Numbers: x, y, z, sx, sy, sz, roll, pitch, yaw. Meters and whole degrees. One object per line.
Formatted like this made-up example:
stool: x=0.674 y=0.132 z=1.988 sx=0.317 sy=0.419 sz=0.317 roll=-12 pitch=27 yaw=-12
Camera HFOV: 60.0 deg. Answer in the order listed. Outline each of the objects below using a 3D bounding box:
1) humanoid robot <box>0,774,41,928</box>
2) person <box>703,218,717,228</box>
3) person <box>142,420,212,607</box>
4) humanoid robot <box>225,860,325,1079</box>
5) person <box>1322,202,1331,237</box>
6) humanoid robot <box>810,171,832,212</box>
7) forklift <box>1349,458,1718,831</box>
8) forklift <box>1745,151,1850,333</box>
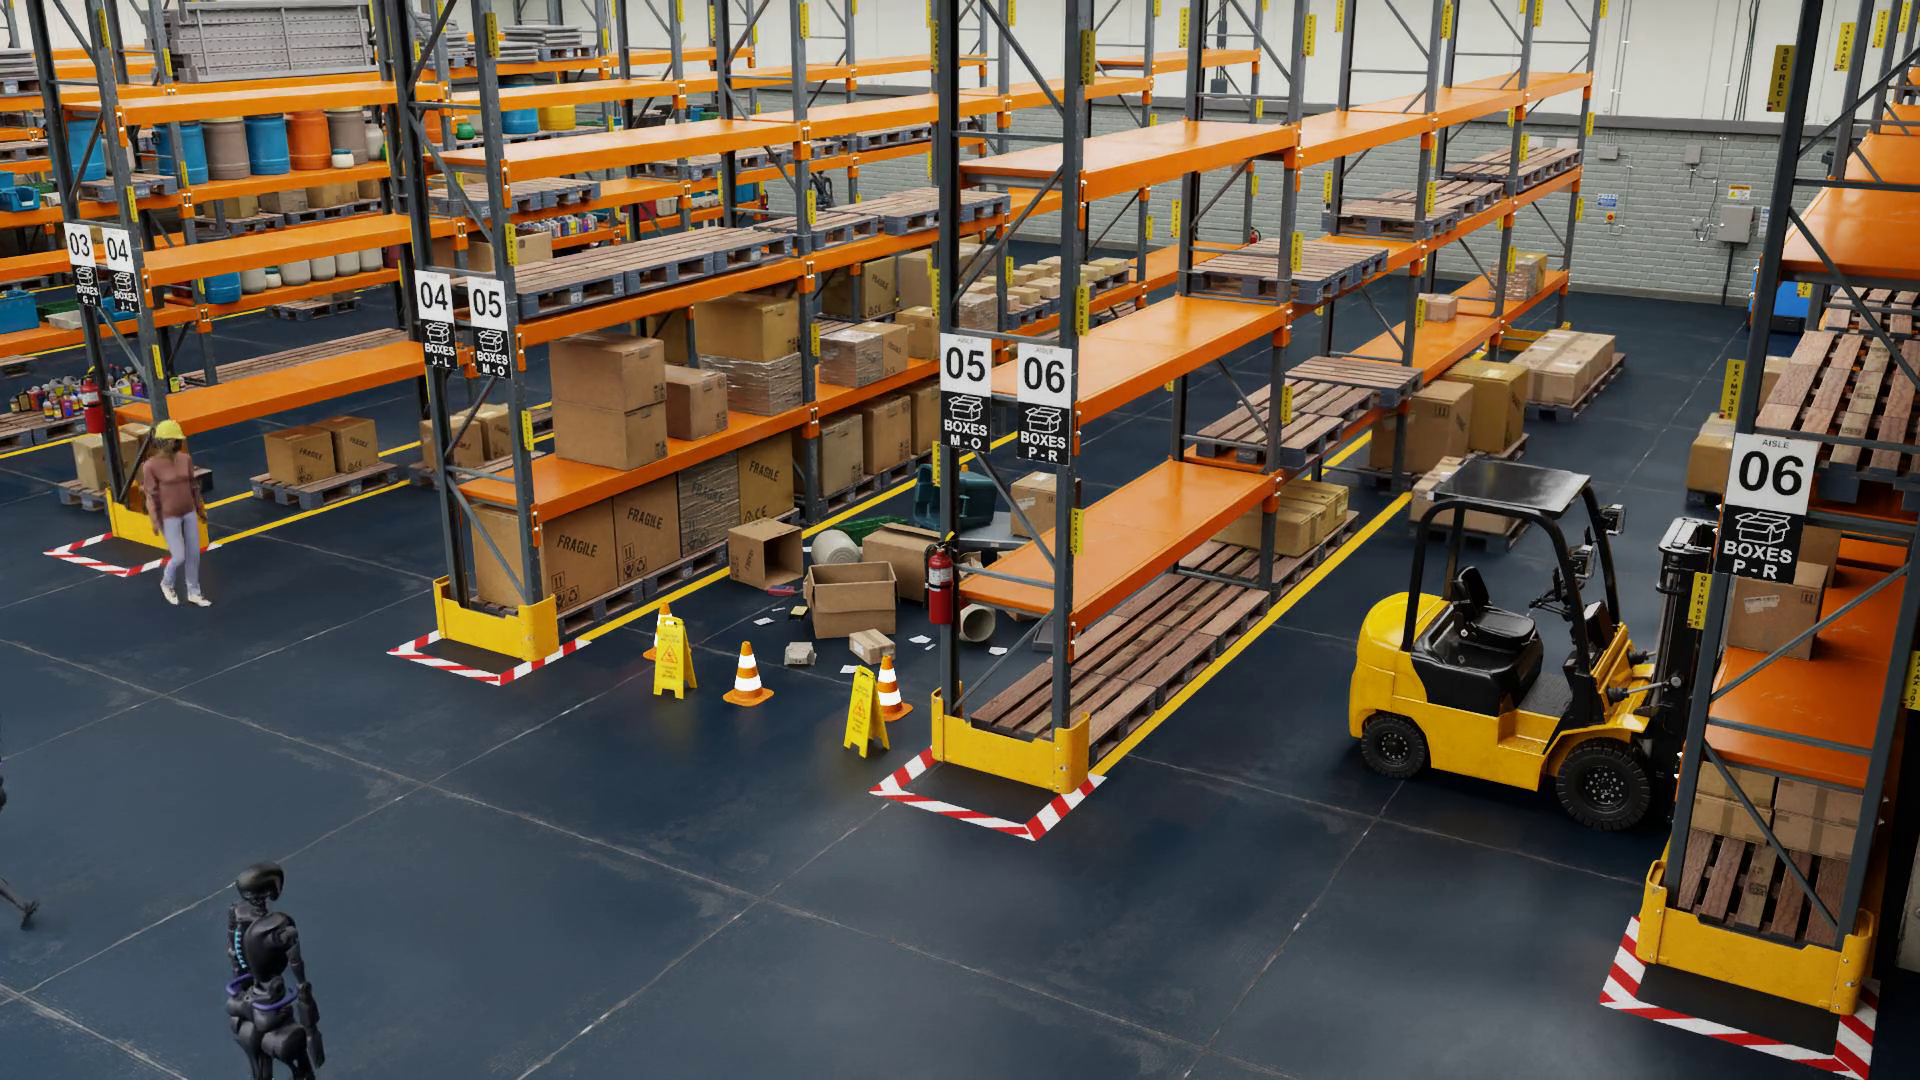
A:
humanoid robot: x=-5.933 y=1.553 z=10.020 sx=0.694 sy=1.648 sz=0.602 roll=4 pitch=19 yaw=11
person: x=-5.241 y=-7.061 z=34.861 sx=0.492 sy=1.688 sz=0.348 roll=-6 pitch=20 yaw=-18
person: x=-7.028 y=-0.220 z=14.976 sx=0.363 sy=1.741 sz=0.545 roll=9 pitch=21 yaw=25
humanoid robot: x=-3.329 y=2.289 z=7.937 sx=0.584 sy=1.653 sz=0.641 roll=11 pitch=22 yaw=29
person: x=6.603 y=-5.248 z=29.600 sx=0.403 sy=1.684 sz=0.550 roll=14 pitch=23 yaw=35
humanoid robot: x=-2.967 y=-7.025 z=34.786 sx=0.594 sy=1.653 sz=0.509 roll=-11 pitch=22 yaw=-28
forklift: x=3.988 y=0.658 z=11.776 sx=2.313 sy=2.155 sz=1.214 roll=11 pitch=22 yaw=29
forklift: x=13.620 y=-4.667 z=26.137 sx=1.873 sy=2.768 sz=1.129 roll=11 pitch=22 yaw=29
